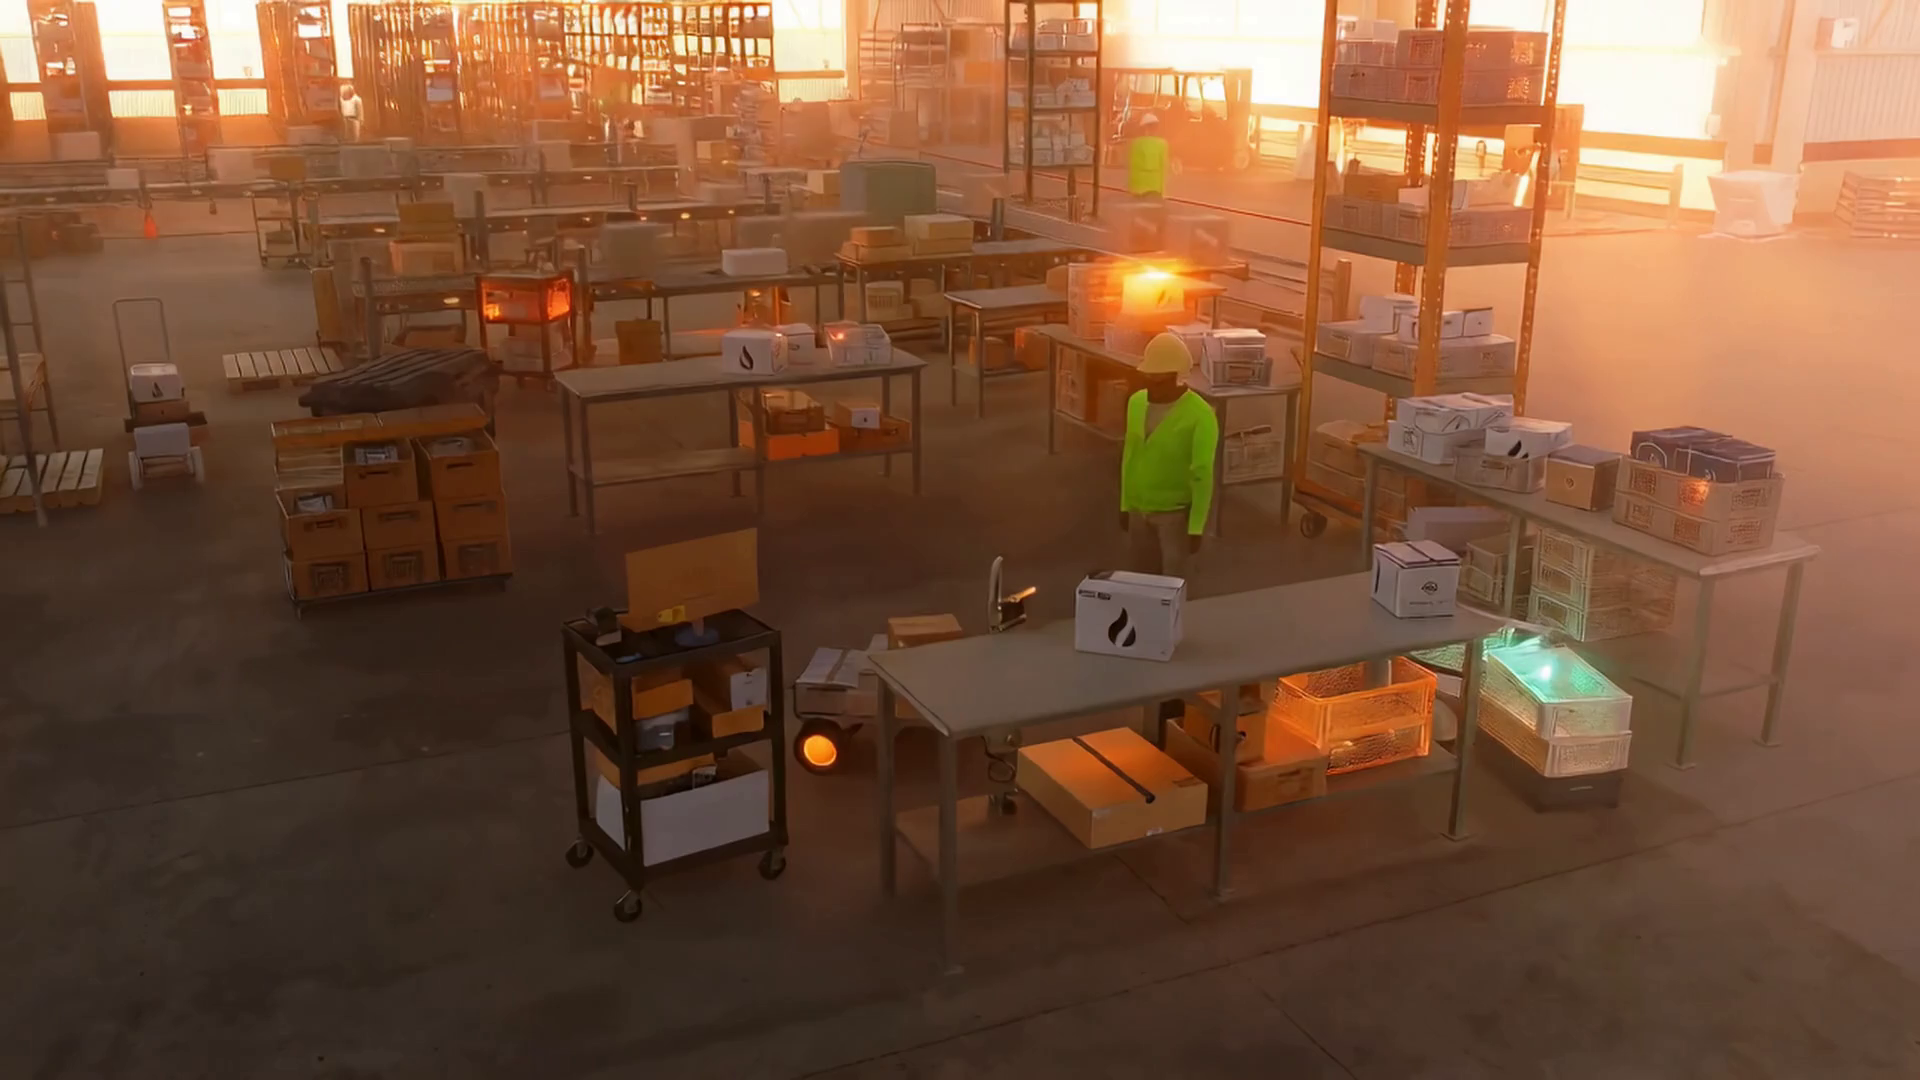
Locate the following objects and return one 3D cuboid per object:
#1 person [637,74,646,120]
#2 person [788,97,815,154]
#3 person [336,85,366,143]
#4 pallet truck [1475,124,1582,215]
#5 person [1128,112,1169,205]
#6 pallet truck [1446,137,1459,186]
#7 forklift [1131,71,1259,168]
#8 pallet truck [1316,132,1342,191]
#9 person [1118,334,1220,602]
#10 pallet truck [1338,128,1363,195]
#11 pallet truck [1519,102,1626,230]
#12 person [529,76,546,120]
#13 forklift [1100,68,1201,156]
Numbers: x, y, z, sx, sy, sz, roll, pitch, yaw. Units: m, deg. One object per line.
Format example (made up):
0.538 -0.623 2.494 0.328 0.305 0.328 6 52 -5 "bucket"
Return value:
-9.165 -12.456 47.338 0.906 1.805 0.556 -2 18 -7 "person"
-3.289 -8.146 33.877 0.898 1.726 0.529 14 22 36 "person"
-14.064 -9.600 38.408 0.624 1.770 0.994 -1 18 -4 "person"
9.707 -6.455 28.103 1.885 1.965 0.823 -7 19 -20 "pallet truck"
2.640 -5.063 23.700 0.642 2.000 0.967 -5 18 -15 "person"
9.184 -6.485 29.328 1.630 1.274 0.653 -8 19 -23 "pallet truck"
4.998 -8.936 35.413 2.680 1.987 1.157 -9 20 -25 "forklift"
7.723 -7.504 32.656 1.601 1.201 0.680 -8 19 -23 "pallet truck"
1.045 -0.164 8.572 0.403 1.827 0.595 -13 22 -36 "person"
7.845 -7.140 31.411 1.522 1.261 0.704 -9 20 -25 "pallet truck"
9.972 -6.037 26.785 1.885 1.965 0.823 -9 20 -25 "pallet truck"
-11.380 -11.624 44.480 0.978 1.945 0.615 4 18 11 "person"
4.082 -9.564 37.410 2.680 1.987 1.157 -8 19 -23 "forklift"
